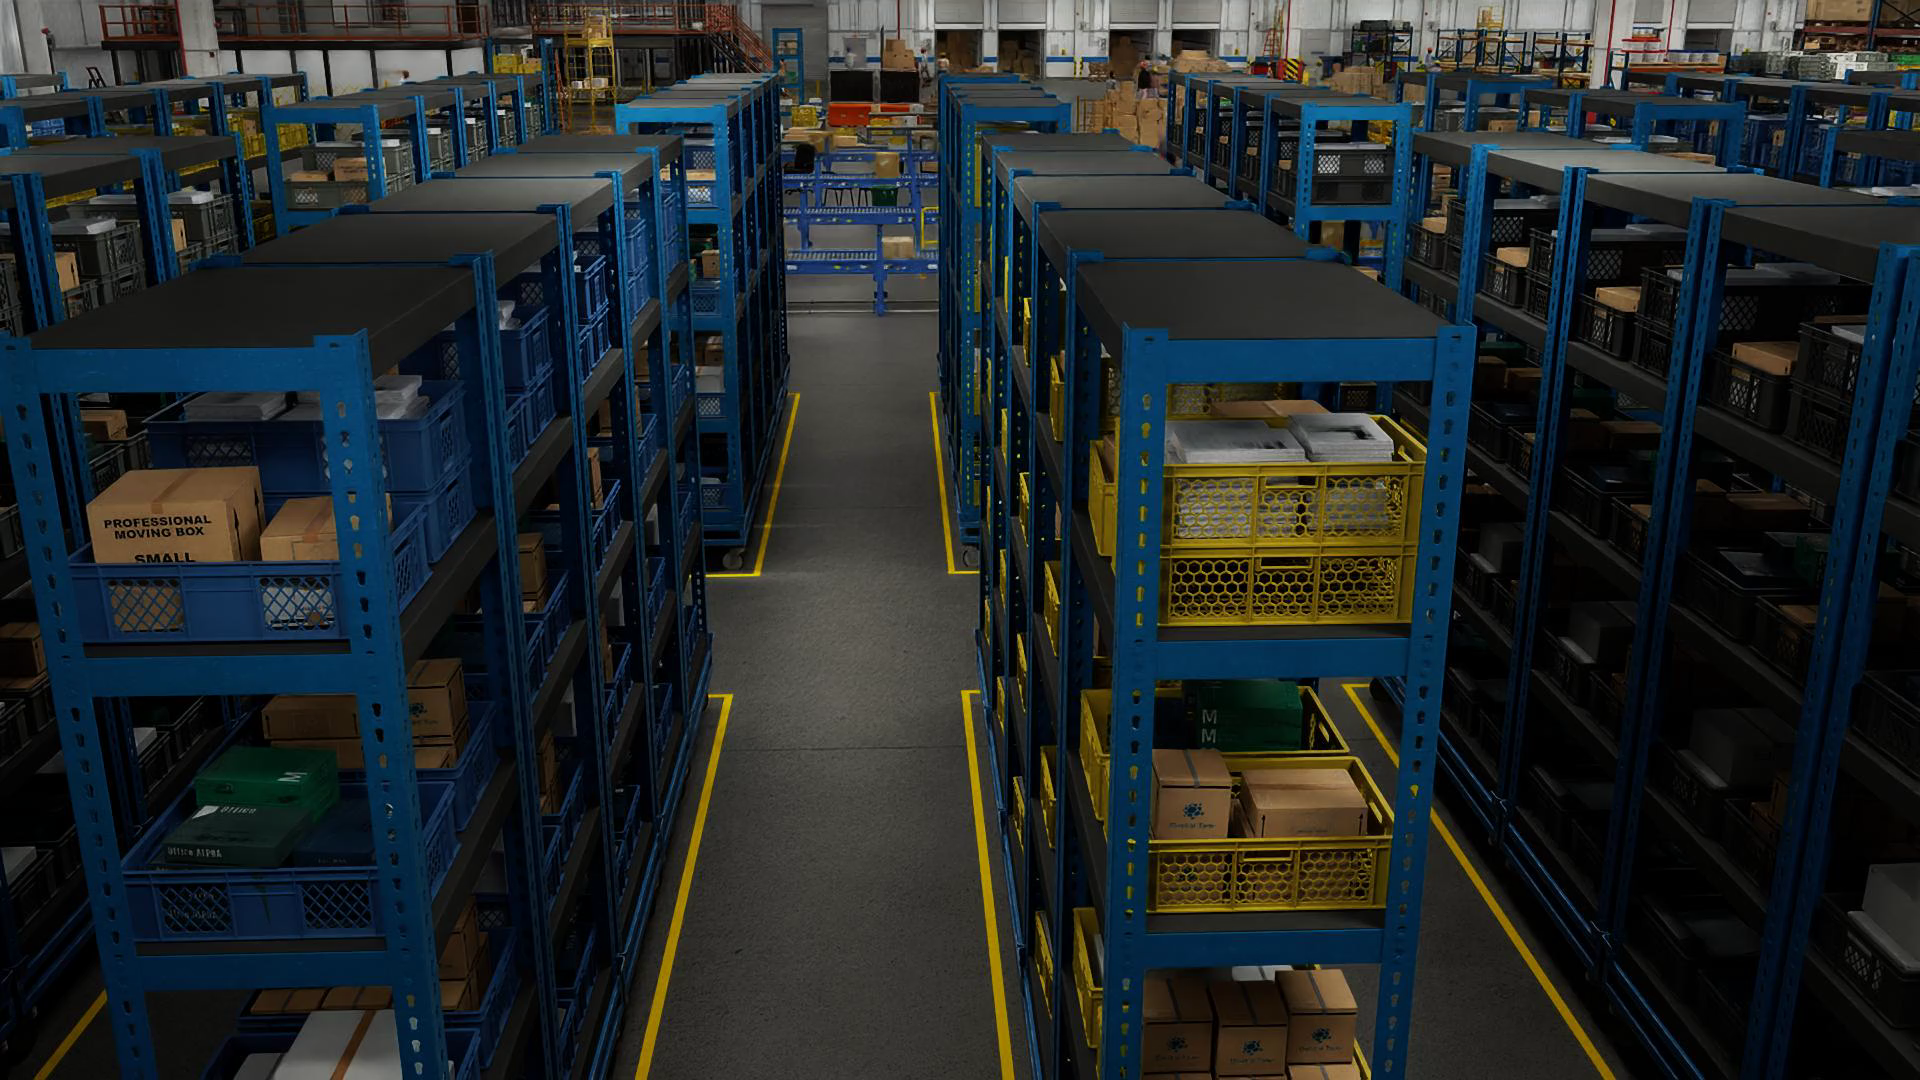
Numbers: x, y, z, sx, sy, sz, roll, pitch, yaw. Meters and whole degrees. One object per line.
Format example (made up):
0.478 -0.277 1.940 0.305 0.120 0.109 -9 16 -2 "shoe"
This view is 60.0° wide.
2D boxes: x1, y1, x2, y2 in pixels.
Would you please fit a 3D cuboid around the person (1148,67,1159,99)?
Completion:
8.092 -18.990 69.839 0.540 1.742 0.661 -4 18 -13 "person"

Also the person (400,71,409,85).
-20.876 -16.825 63.001 0.976 1.830 0.603 0 18 0 "person"

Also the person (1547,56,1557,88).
27.947 -21.852 78.456 0.594 1.896 0.734 -14 23 -37 "person"

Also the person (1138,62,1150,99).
7.462 -18.425 67.696 0.387 1.992 0.626 -15 23 -39 "person"

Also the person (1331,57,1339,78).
18.924 -23.427 83.667 0.518 1.682 0.548 13 22 36 "person"

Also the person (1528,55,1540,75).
27.158 -21.936 78.682 0.636 1.921 0.792 -7 19 -21 "person"

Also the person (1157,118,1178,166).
4.960 -9.185 39.544 0.537 1.716 0.897 7 19 21 "person"

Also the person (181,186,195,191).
-12.513 -5.078 26.712 0.768 1.802 0.612 12 21 32 "person"

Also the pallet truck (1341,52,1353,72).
18.794 -23.123 82.231 0.823 1.965 1.885 -13 22 -35 "pallet truck"

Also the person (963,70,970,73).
0.267 -15.827 59.626 0.787 2.016 0.620 -10 20 -28 "person"

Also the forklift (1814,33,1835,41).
44.096 -24.547 85.225 1.129 2.768 1.873 7 19 21 "forklift"

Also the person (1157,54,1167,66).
9.901 -23.025 82.142 0.623 1.894 1.002 -16 24 -41 "person"

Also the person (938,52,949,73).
-0.843 -23.930 84.880 0.591 1.907 0.744 0 18 -1 "person"

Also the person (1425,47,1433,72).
26.030 -26.388 92.429 0.359 1.939 0.542 -1 18 -3 "person"

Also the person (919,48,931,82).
-2.090 -26.676 93.403 1.005 1.878 0.543 1 18 3 "person"

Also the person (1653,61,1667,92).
30.128 -19.576 71.395 0.615 1.912 0.997 0 18 -2 "person"

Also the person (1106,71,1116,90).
5.661 -16.605 62.298 0.328 1.858 0.501 -15 23 -38 "person"

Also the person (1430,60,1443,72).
20.986 -20.238 73.492 0.629 1.890 0.818 12 22 33 "person"

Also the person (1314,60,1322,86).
16.906 -21.739 78.365 0.377 1.726 0.505 12 21 32 "person"

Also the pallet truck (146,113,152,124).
-18.087 -8.309 36.390 1.885 1.965 0.823 -1 18 -4 "pallet truck"

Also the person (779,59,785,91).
-8.701 -22.745 81.315 0.429 1.843 0.622 -7 19 -21 "person"

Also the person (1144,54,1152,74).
9.261 -23.388 83.335 0.783 1.815 0.661 2 18 5 "person"

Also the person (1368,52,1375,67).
21.269 -24.280 86.066 0.345 1.840 0.504 -3 18 -10 "person"

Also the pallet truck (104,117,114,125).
-18.367 -7.885 35.078 1.885 1.965 0.823 1 18 2 "pallet truck"

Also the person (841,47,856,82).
-6.327 -26.833 93.877 0.992 1.894 0.610 3 18 8 "person"
